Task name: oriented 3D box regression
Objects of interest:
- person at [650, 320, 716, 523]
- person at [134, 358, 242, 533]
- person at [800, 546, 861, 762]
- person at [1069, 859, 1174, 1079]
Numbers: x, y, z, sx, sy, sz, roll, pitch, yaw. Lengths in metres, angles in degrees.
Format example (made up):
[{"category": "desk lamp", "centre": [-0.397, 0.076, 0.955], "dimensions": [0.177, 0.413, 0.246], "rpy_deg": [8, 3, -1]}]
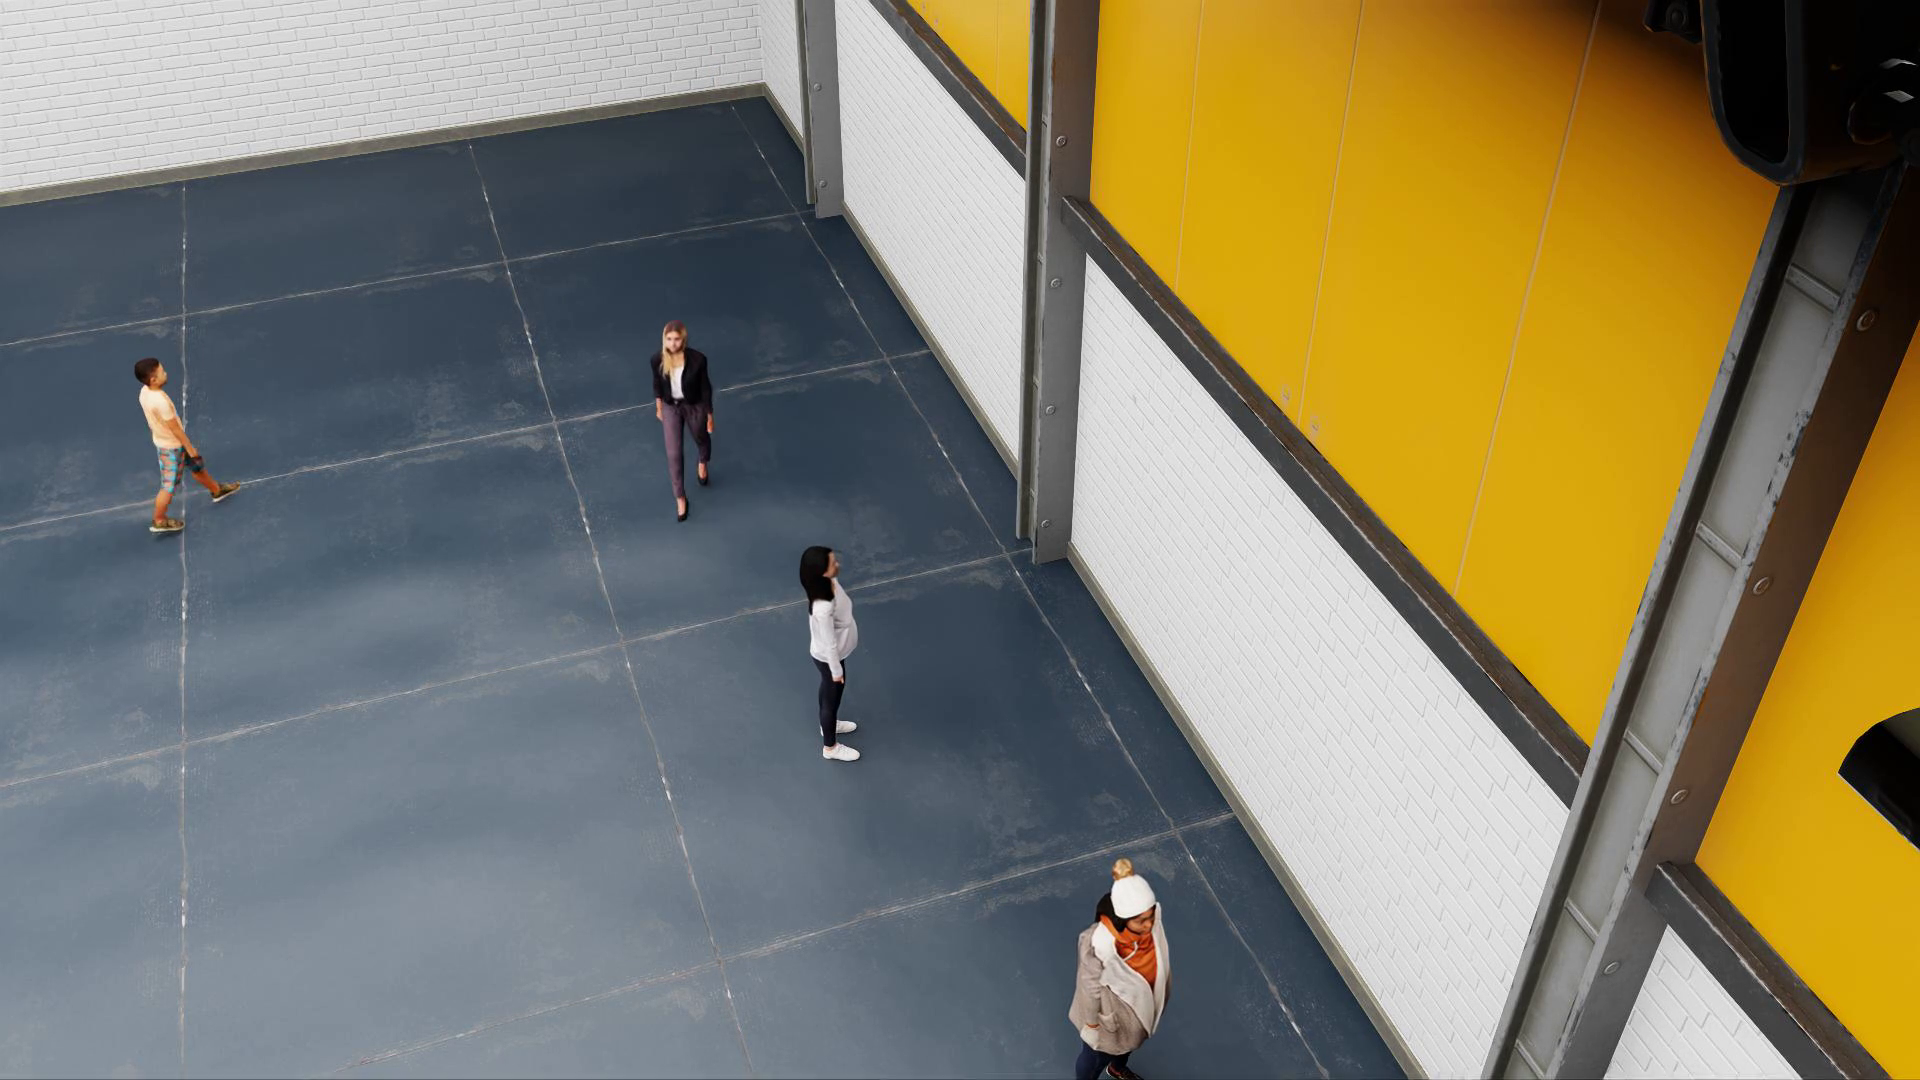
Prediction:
[{"category": "person", "centre": [-2.126, -1.024, 13.017], "dimensions": [0.847, 1.631, 1.116], "rpy_deg": [-1, 39, -1]}, {"category": "person", "centre": [-6.132, -0.703, 12.781], "dimensions": [0.855, 1.425, 1.011], "rpy_deg": [-29, 47, -32]}, {"category": "person", "centre": [-0.848, 0.715, 10.787], "dimensions": [0.726, 1.697, 0.575], "rpy_deg": [-4, 39, -5]}, {"category": "person", "centre": [0.823, 2.336, 8.602], "dimensions": [0.804, 1.891, 0.805], "rpy_deg": [-31, 48, -33]}]
